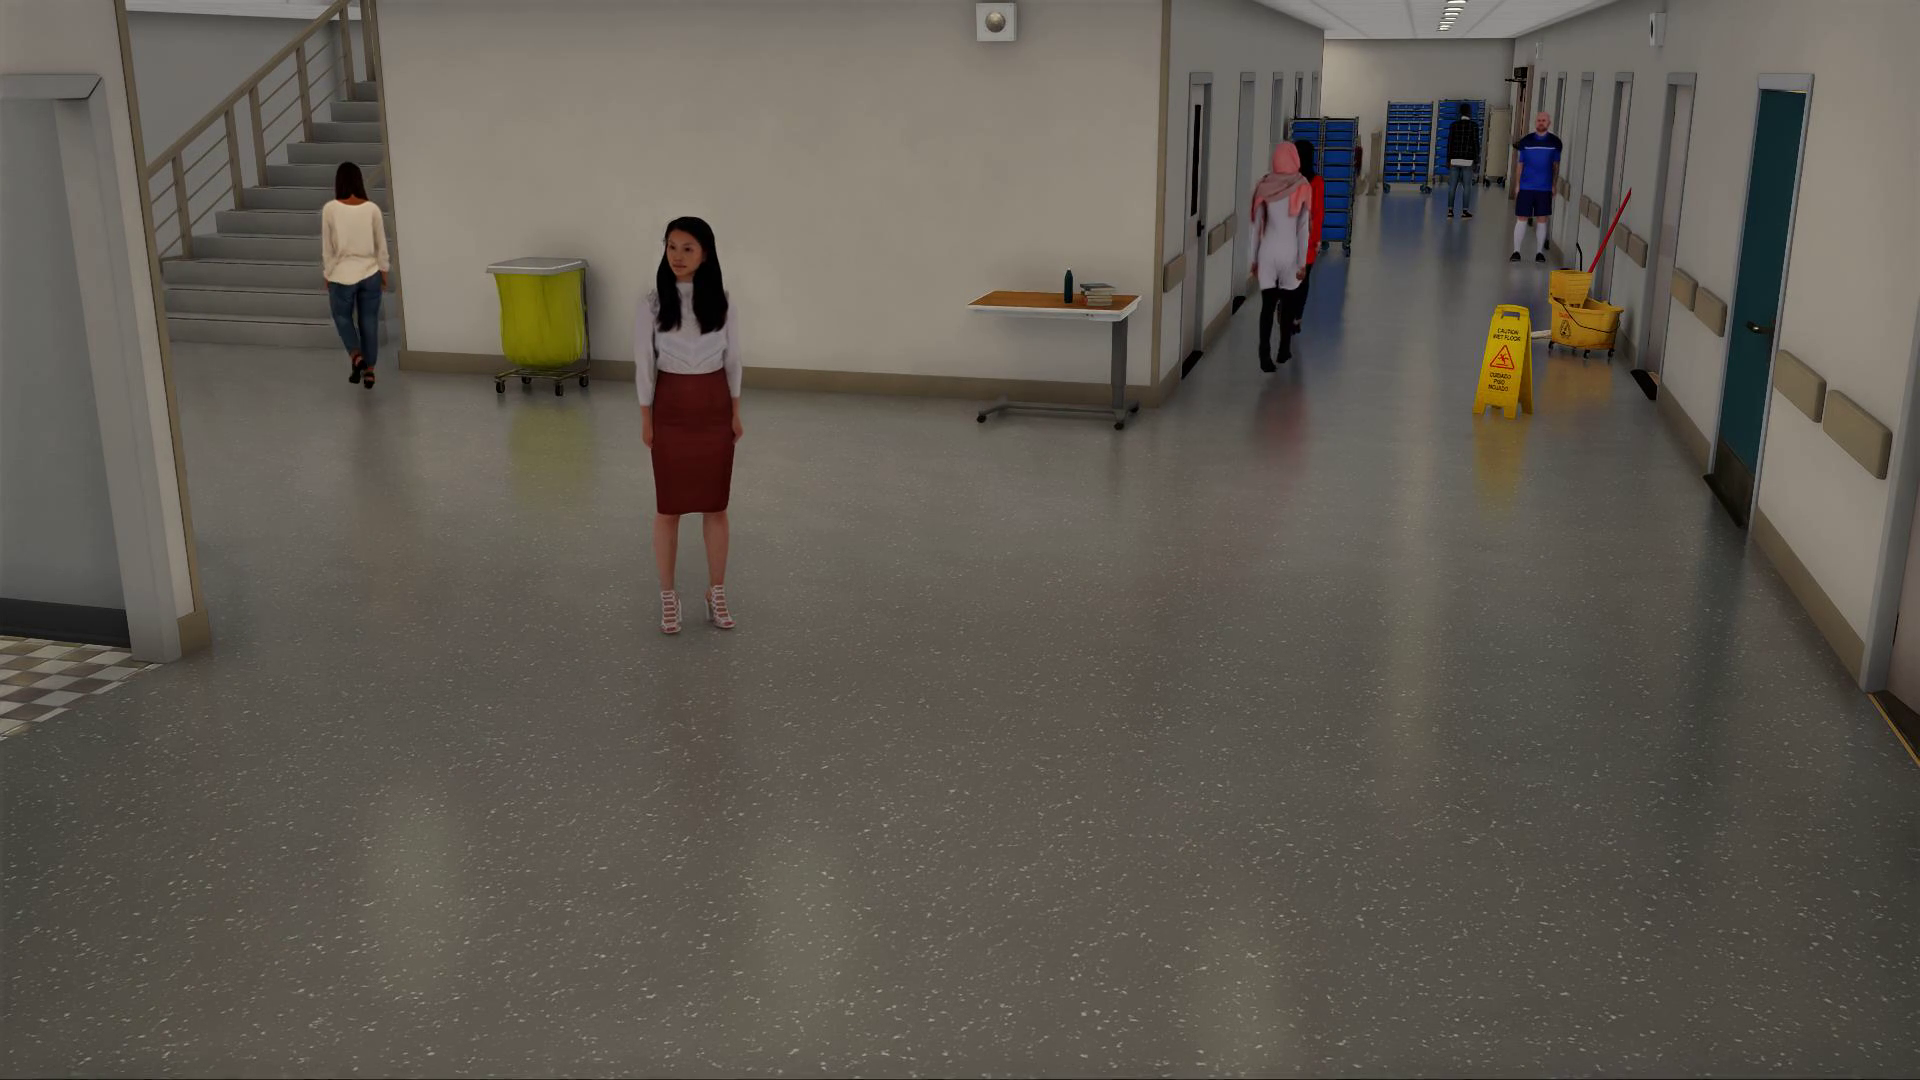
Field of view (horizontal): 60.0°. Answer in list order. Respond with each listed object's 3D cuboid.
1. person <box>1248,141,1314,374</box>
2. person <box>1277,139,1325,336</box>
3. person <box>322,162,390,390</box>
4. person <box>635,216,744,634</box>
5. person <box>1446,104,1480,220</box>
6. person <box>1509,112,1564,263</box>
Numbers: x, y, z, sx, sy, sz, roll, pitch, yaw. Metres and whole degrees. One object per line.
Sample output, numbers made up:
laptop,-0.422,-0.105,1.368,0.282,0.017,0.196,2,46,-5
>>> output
person,2.458,-2.131,12.869,0.694,1.748,1.244,6,17,19
person,2.972,-2.644,14.718,0.664,1.732,0.923,6,17,21
person,-4.469,-1.931,12.306,0.797,1.669,0.854,-7,17,-23
person,-1.124,-0.472,6.979,0.671,1.750,0.681,-4,16,-16
person,8.155,-6.161,27.034,0.722,1.819,0.651,9,18,30
person,7.192,-4.403,20.757,0.683,1.842,0.591,5,17,19
